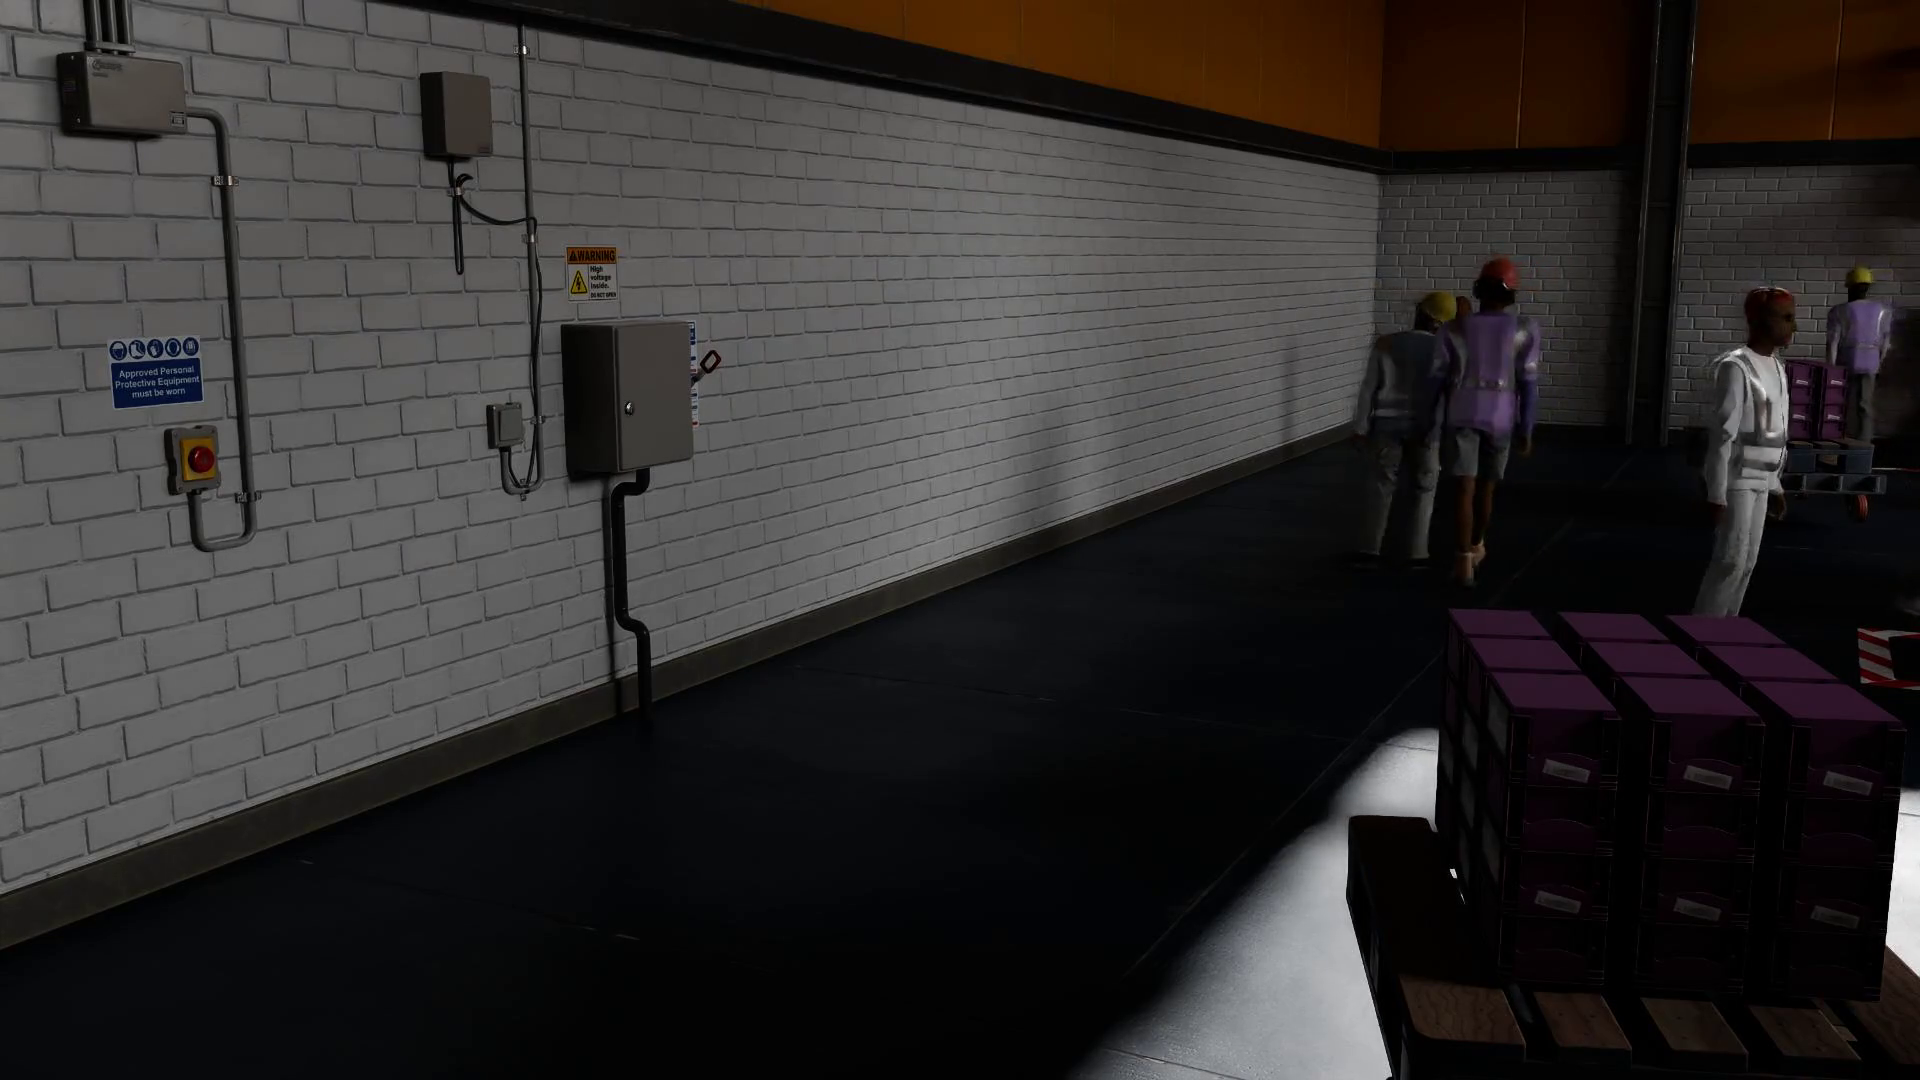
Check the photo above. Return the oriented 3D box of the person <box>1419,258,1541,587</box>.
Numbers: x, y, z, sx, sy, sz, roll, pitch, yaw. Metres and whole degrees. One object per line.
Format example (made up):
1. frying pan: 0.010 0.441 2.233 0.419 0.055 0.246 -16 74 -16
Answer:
1. person: 3.196 -0.727 10.268 0.673 1.987 1.031 2 10 12

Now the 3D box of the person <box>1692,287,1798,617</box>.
1. person: 3.705 -0.250 7.891 0.669 1.865 0.344 -10 14 -44

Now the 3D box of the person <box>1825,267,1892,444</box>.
1. person: 8.503 -1.644 15.864 0.600 1.880 0.945 2 10 11

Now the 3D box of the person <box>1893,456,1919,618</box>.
1. person: 5.521 -0.399 9.203 0.728 1.690 0.547 -1 10 -5

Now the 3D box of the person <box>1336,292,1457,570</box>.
1. person: 2.809 -0.687 10.645 0.749 1.786 0.406 2 10 14

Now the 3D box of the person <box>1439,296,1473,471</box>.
1. person: 4.554 -1.418 15.283 0.502 1.627 0.288 8 13 38
